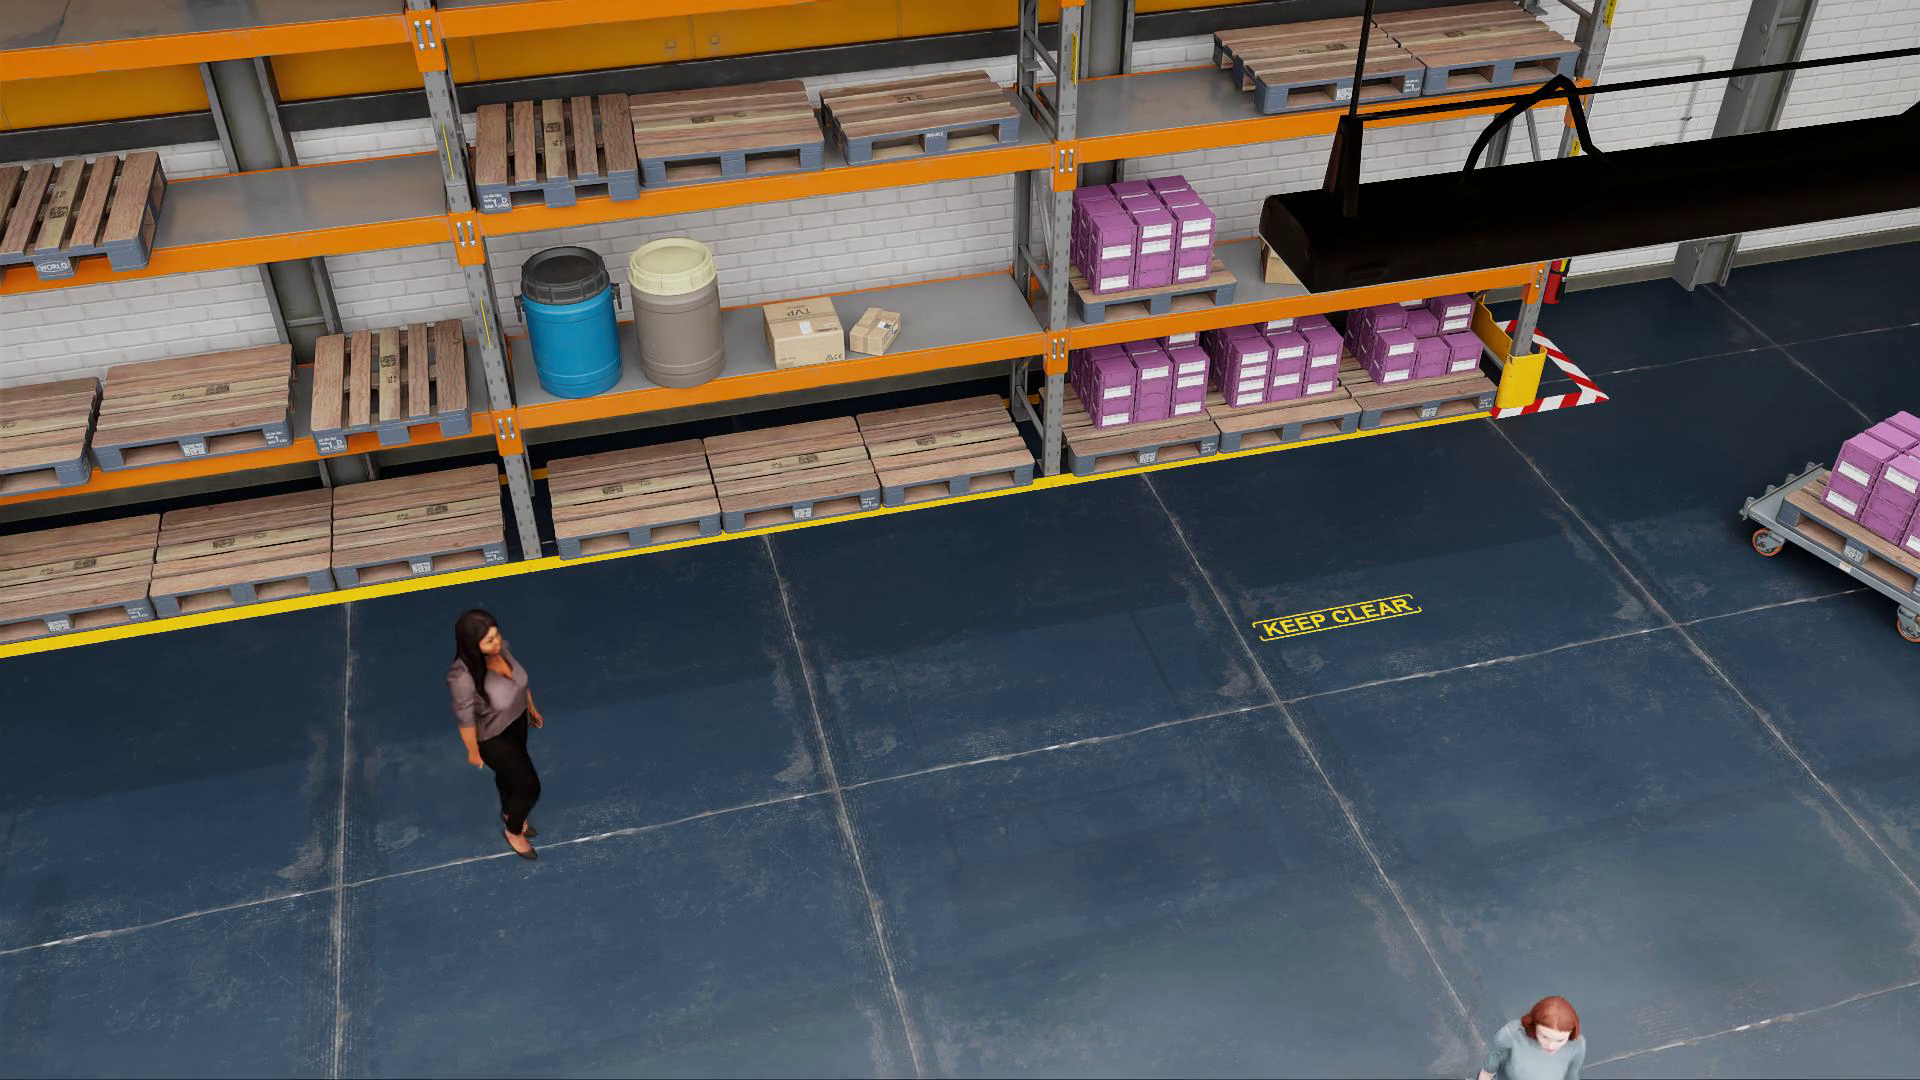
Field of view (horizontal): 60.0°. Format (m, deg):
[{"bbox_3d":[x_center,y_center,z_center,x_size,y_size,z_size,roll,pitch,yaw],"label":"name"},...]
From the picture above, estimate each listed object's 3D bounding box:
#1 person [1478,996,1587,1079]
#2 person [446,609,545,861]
[{"bbox_3d":[2.600,2.574,7.806,0.923,1.718,0.901,6,39,7],"label":"person"},{"bbox_3d":[-2.733,1.091,9.575,0.814,1.828,0.775,9,39,11],"label":"person"}]
